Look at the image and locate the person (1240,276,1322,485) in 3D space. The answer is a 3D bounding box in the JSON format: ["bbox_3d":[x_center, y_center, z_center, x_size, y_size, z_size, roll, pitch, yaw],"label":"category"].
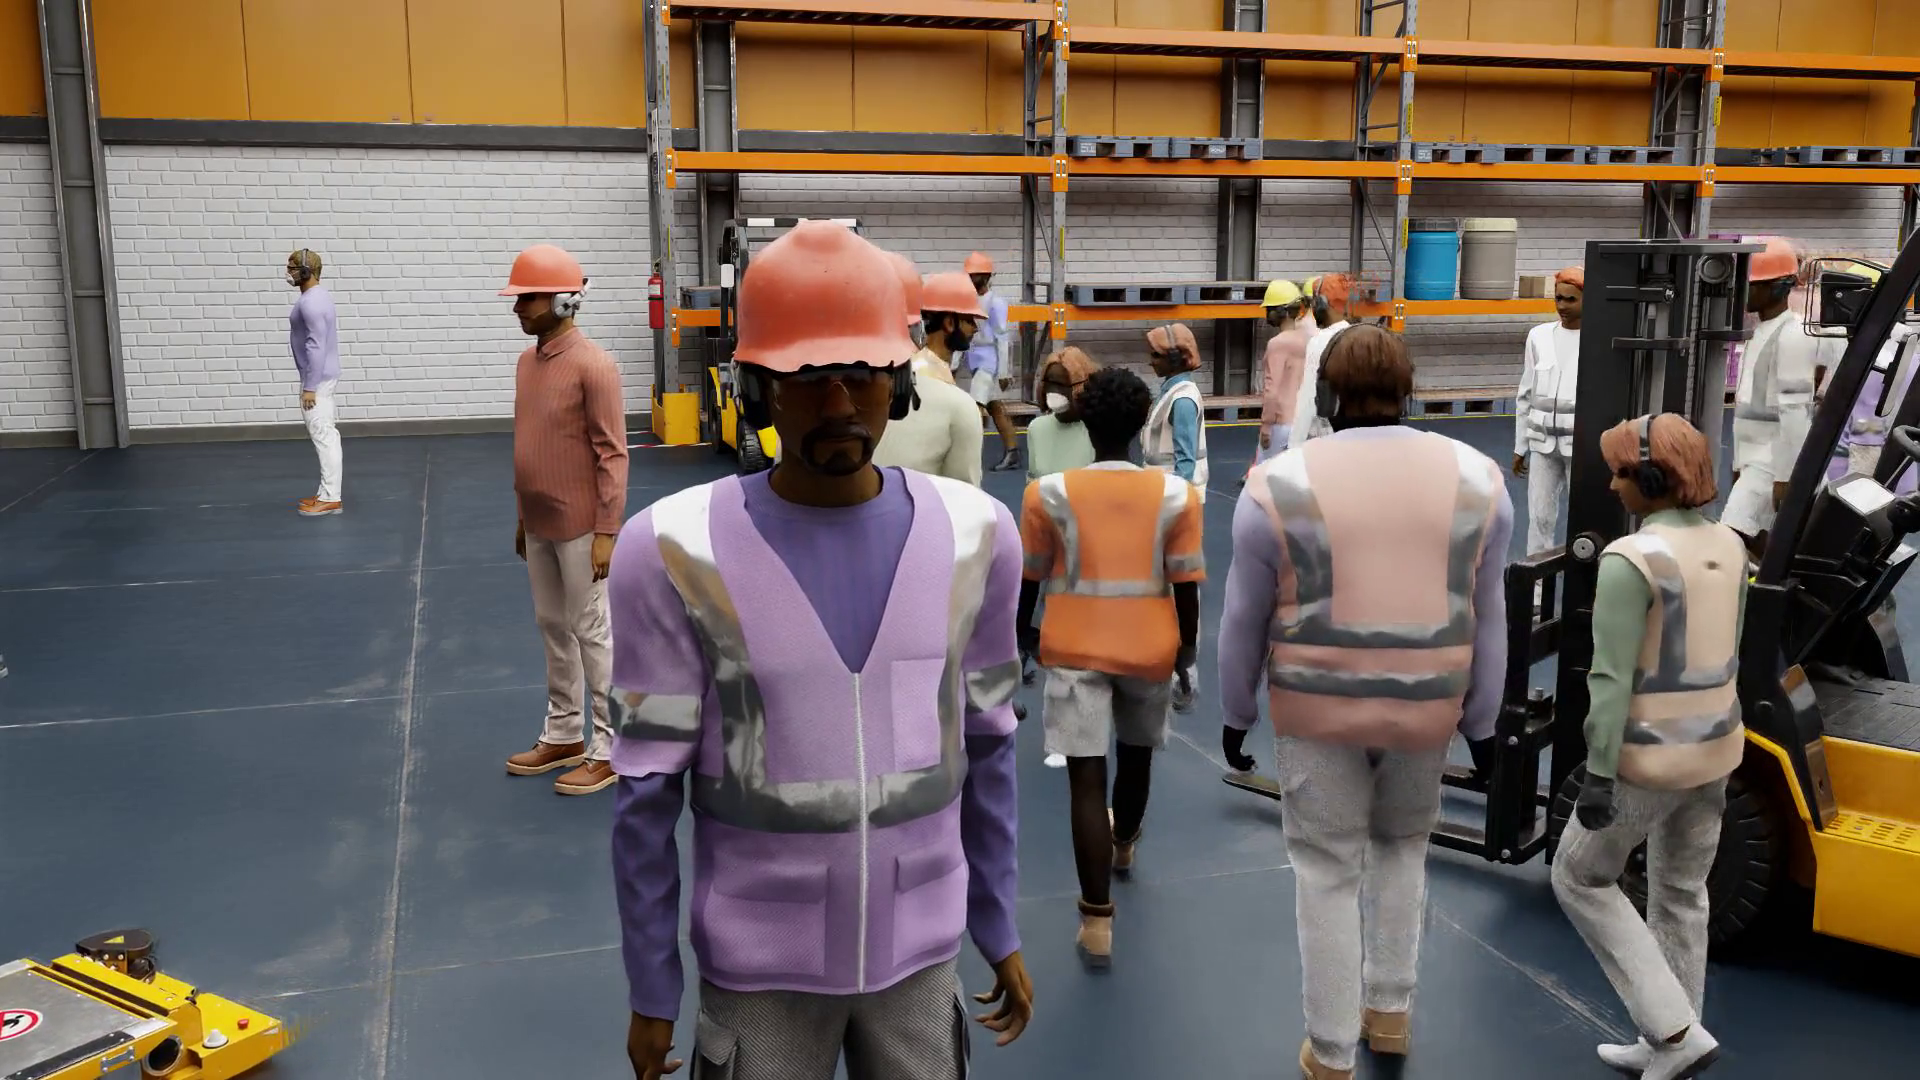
[{"bbox_3d":[2.601,-1.154,12.756,0.869,1.735,0.544,1,10,3],"label":"person"}]

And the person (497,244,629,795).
[{"bbox_3d":[-1.457,-0.072,6.088,0.389,1.992,0.625,-10,14,-44],"label":"person"}]

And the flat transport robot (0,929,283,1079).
[{"bbox_3d":[-2.315,1.238,3.641,0.652,0.197,1.431,7,12,32],"label":"flat transport robot"}]

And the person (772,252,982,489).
[{"bbox_3d":[-0.248,0.183,4.780,0.659,1.982,0.476,2,11,10],"label":"person"}]

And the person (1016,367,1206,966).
[{"bbox_3d":[0.417,0.322,4.869,0.547,1.638,0.887,-1,10,-5],"label":"person"}]

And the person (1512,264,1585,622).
[{"bbox_3d":[3.104,-0.460,8.516,0.573,1.887,0.355,10,14,44],"label":"person"}]

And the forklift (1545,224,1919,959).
[{"bbox_3d":[2.909,0.117,4.508,2.313,2.155,1.214,9,14,40],"label":"forklift"}]

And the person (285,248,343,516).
[{"bbox_3d":[-4.719,-1.152,12.167,0.372,1.940,0.632,-3,11,-17],"label":"person"}]

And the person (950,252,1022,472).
[{"bbox_3d":[0.162,-1.480,14.115,1.010,1.892,0.544,-6,12,-29],"label":"person"}]

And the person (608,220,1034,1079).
[{"bbox_3d":[-0.178,0.577,2.400,0.616,2.041,0.381,-4,11,-21],"label":"person"}]

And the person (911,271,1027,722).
[{"bbox_3d":[-0.216,-0.148,6.811,0.937,1.899,0.549,-1,10,-6],"label":"person"}]

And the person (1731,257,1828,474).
[{"bbox_3d":[6.561,-1.292,13.122,0.882,1.875,0.647,-6,12,-28],"label":"person"}]

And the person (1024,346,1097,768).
[{"bbox_3d":[0.413,0.069,6.357,0.361,1.619,0.499,-10,14,-44],"label":"person"}]

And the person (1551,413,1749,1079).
[{"bbox_3d":[1.624,0.516,3.862,0.552,1.621,0.385,-7,13,-34],"label":"person"}]

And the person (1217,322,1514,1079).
[{"bbox_3d":[0.928,0.401,3.951,0.646,1.824,0.565,0,10,-1],"label":"person"}]

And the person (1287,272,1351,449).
[{"bbox_3d":[2.022,-0.529,9.068,0.959,1.831,0.668,7,12,33],"label":"person"}]

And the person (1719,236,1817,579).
[{"bbox_3d":[3.655,-0.366,7.628,0.435,2.022,0.642,2,11,12],"label":"person"}]

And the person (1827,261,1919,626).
[{"bbox_3d":[3.676,-0.163,6.788,0.382,1.923,0.589,9,14,41],"label":"person"}]

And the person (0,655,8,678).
[{"bbox_3d":[-4.628,-0.258,7.600,0.403,1.824,0.599,-7,12,-32],"label":"person"}]

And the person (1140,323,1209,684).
[{"bbox_3d":[0.971,-0.163,7.569,0.309,1.640,0.513,0,10,-1],"label":"person"}]

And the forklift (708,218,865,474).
[{"bbox_3d":[-1.522,-1.778,14.899,1.214,2.155,2.313,-3,11,-17],"label":"forklift"}]

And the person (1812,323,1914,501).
[{"bbox_3d":[5.258,-0.671,9.810,0.559,1.831,0.590,4,11,21],"label":"person"}]

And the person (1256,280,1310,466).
[{"bbox_3d":[2.004,-0.738,10.396,0.321,1.764,0.527,7,13,35],"label":"person"}]
